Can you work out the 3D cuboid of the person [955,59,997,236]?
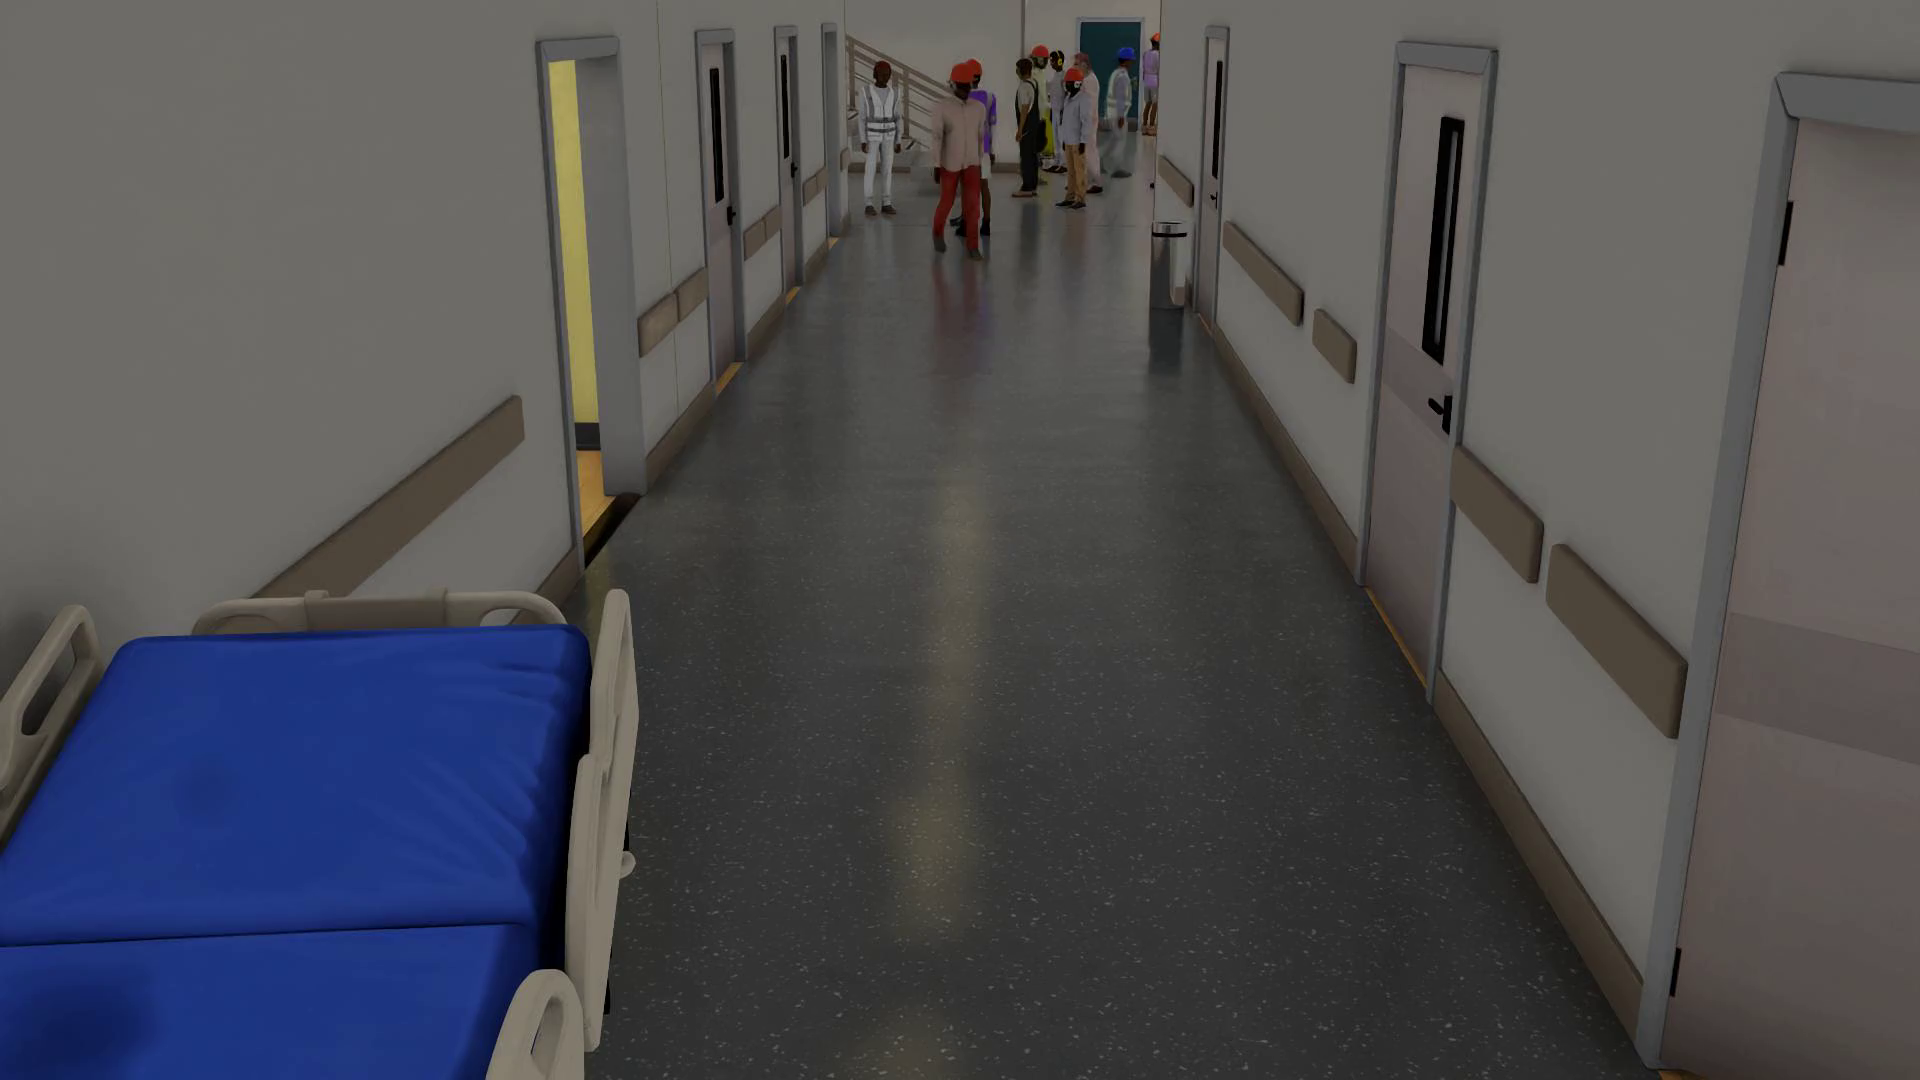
[{"bbox_3d":[0.135,-4.389,18.656,0.551,1.934,0.373,-6,19,-18],"label":"person"}]

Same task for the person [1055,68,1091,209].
[{"bbox_3d":[1.449,-5.128,21.273,0.338,1.752,0.565,-7,19,-22],"label":"person"}]

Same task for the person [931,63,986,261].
[{"bbox_3d":[-0.049,-3.878,17.028,0.627,1.961,0.945,-8,19,-23],"label":"person"}]

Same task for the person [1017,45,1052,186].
[{"bbox_3d":[1.118,-6.113,24.003,0.439,1.974,0.654,-4,18,-13],"label":"person"}]

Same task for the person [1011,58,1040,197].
[{"bbox_3d":[0.898,-5.584,22.568,0.344,1.839,0.504,8,19,22],"label":"person"}]

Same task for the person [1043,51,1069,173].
[{"bbox_3d":[1.525,-6.663,25.923,0.328,1.865,0.520,-6,19,-19],"label":"person"}]

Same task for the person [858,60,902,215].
[{"bbox_3d":[-0.980,-4.959,20.559,0.571,1.875,0.365,-8,19,-23],"label":"person"}]

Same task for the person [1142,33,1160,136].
[{"bbox_3d":[3.943,-9.225,33.717,0.409,2.028,0.611,-11,21,-31],"label":"person"}]

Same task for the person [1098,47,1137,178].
[{"bbox_3d":[2.364,-6.458,25.154,0.586,1.937,0.643,-2,18,-7],"label":"person"}]

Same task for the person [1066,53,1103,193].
[{"bbox_3d":[1.737,-5.821,23.248,0.410,1.905,0.670,-2,18,-7],"label":"person"}]
